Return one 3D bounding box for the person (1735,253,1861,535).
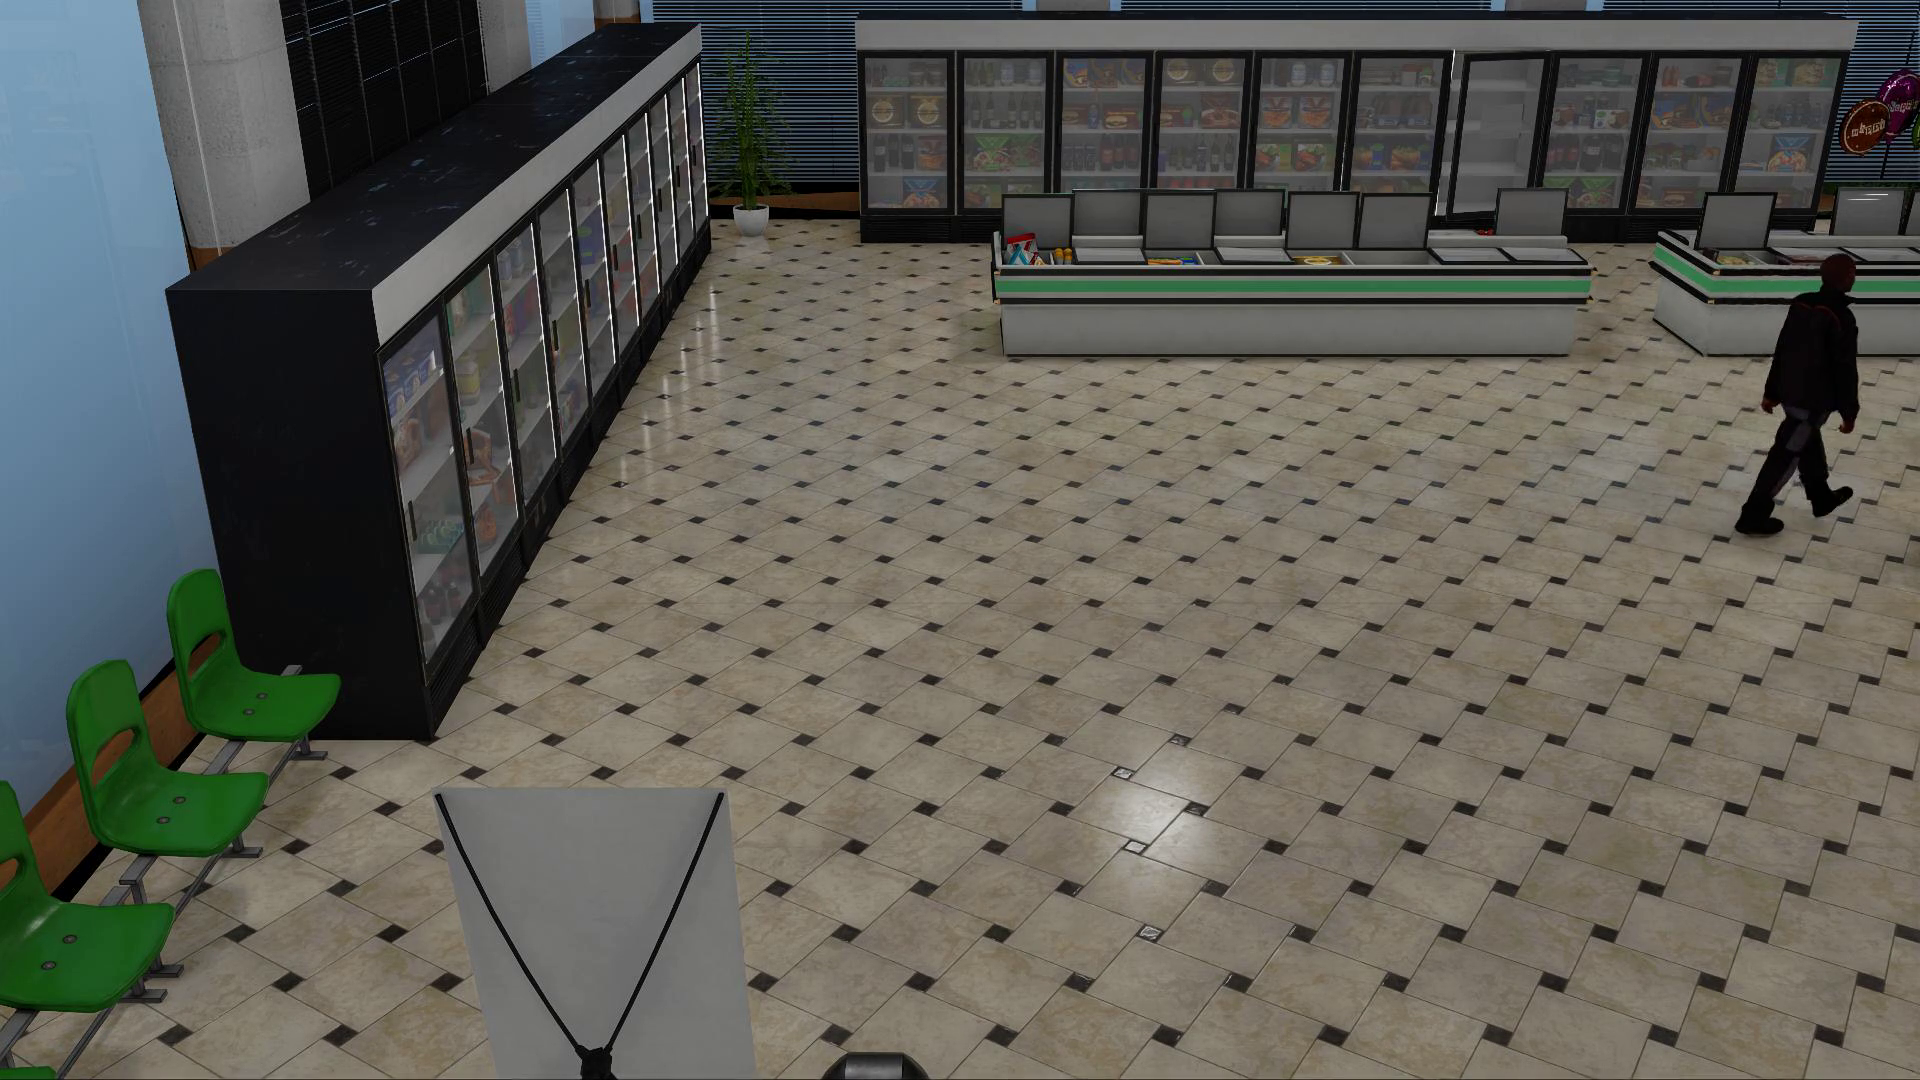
[{"bbox_3d":[5.161,-0.866,10.306,1.201,1.795,0.877,-5,24,-11],"label":"person"}]
